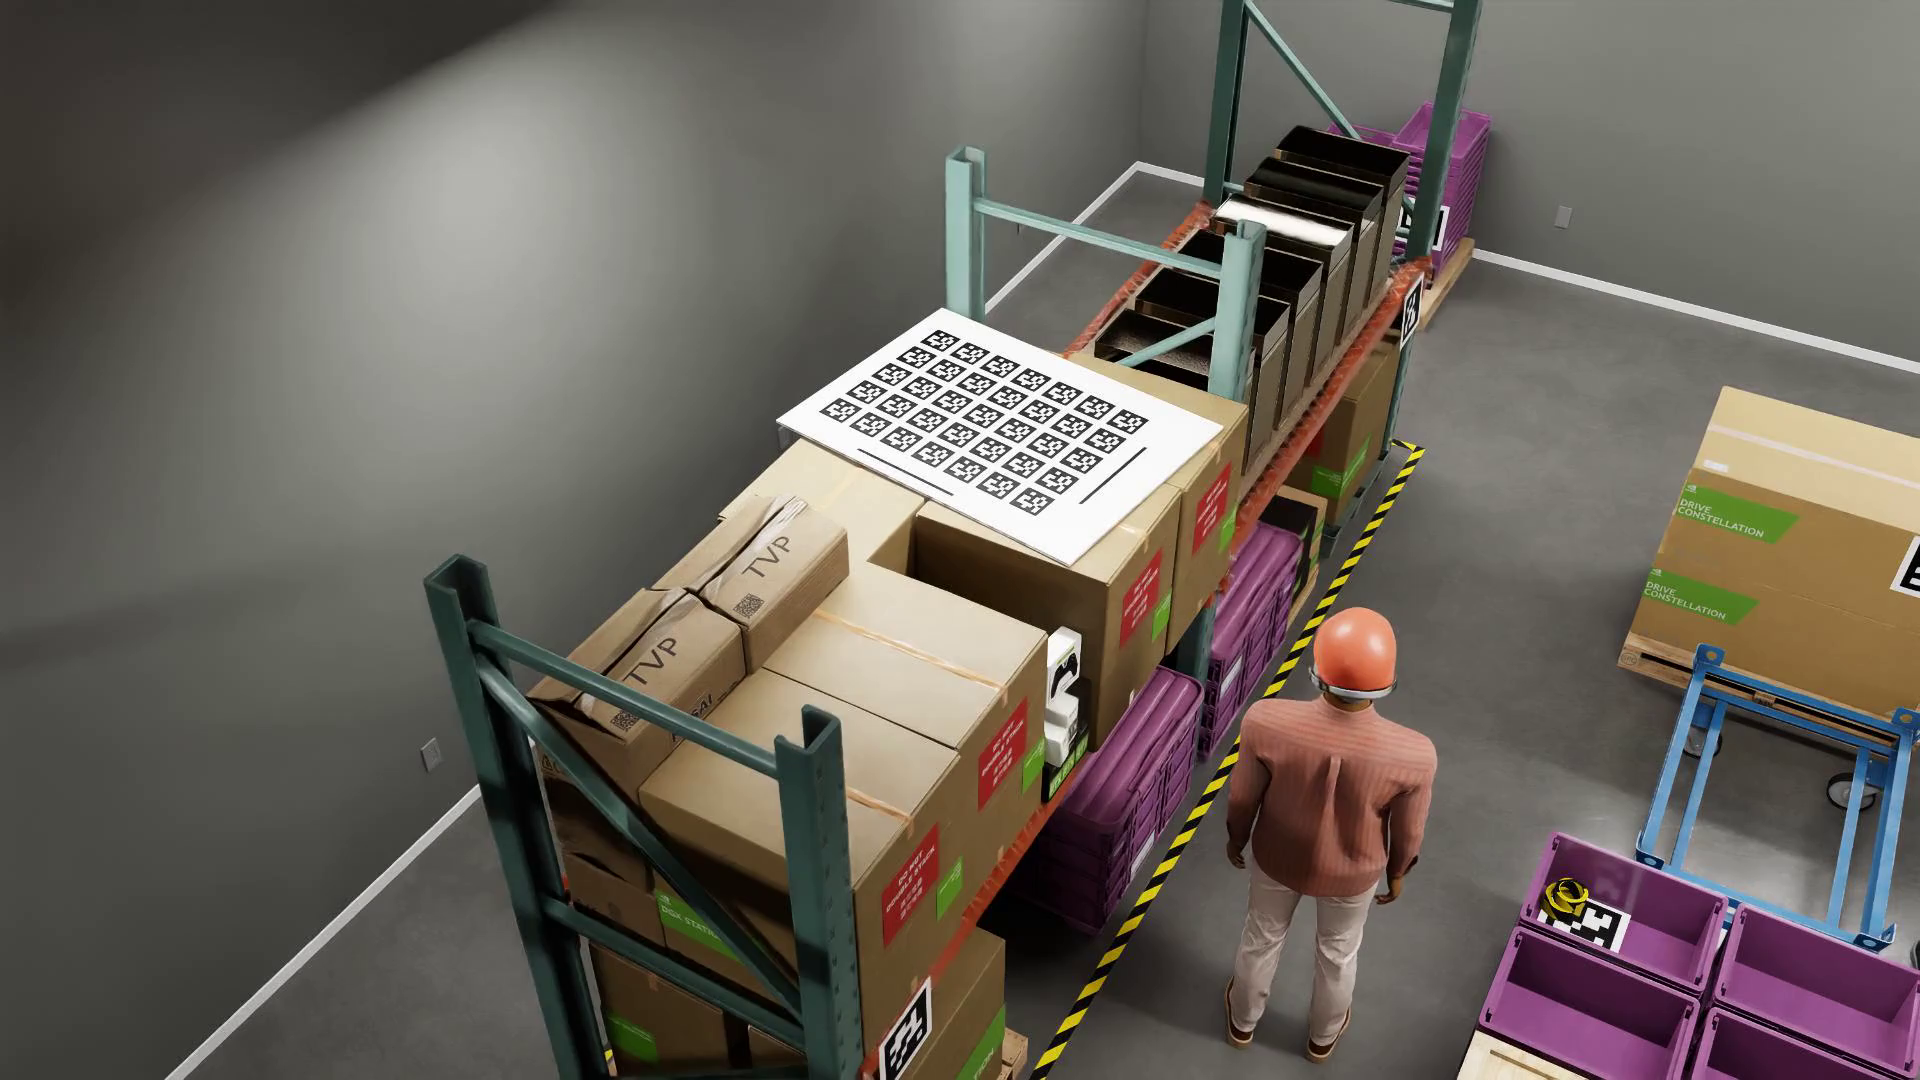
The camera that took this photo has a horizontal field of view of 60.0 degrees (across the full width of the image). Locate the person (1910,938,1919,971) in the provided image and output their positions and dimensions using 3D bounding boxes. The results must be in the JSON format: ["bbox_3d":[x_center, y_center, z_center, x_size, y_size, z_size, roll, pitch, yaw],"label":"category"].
[{"bbox_3d":[3.712,0.944,5.552,0.601,1.831,0.404,22,45,24],"label":"person"}]

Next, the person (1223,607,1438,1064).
[{"bbox_3d":[1.155,0.994,5.367,0.612,1.997,0.375,10,41,12],"label":"person"}]
